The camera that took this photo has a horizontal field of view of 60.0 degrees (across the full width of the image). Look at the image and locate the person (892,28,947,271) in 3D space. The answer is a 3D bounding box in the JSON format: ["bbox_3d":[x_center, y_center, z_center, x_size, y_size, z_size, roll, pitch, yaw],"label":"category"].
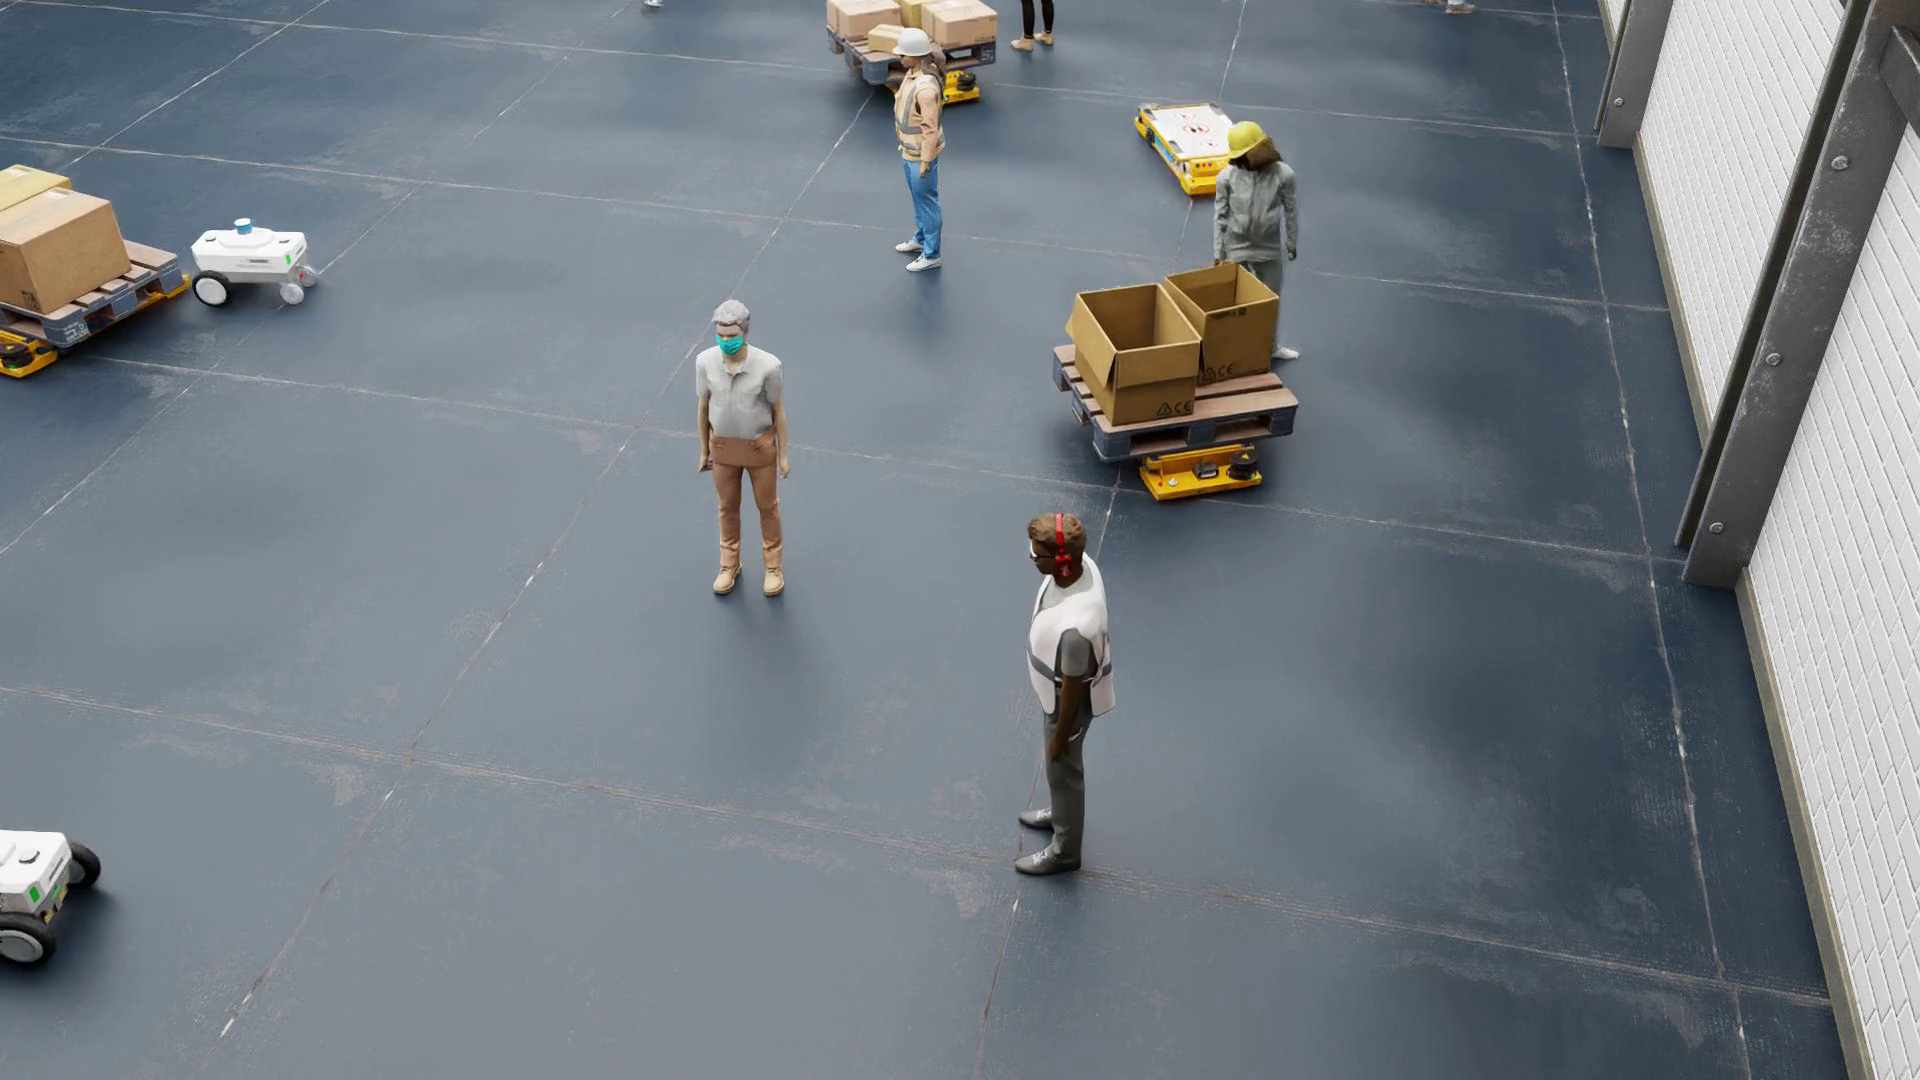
[{"bbox_3d":[-0.270,-2.738,11.664,0.371,1.727,0.499,-8,38,-11],"label":"person"}]

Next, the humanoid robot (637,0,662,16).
[{"bbox_3d":[-3.055,-5.903,15.951,0.830,1.837,0.547,27,45,31],"label":"humanoid robot"}]

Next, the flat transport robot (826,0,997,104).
[{"bbox_3d":[-0.436,-4.222,14.869,0.659,0.231,1.431,-16,40,-21],"label":"flat transport robot"}]

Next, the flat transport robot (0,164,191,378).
[{"bbox_3d":[-6.042,-1.566,11.314,0.659,0.231,1.431,17,40,21],"label":"flat transport robot"}]

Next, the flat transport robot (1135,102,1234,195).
[{"bbox_3d":[1.944,-3.203,13.505,0.659,0.231,1.431,-8,37,-10],"label":"flat transport robot"}]

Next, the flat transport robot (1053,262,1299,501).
[{"bbox_3d":[1.270,-0.742,10.212,0.659,0.231,1.431,-9,38,-12],"label":"flat transport robot"}]

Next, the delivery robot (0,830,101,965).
[{"bbox_3d":[-4.128,1.439,7.041,0.746,0.578,0.499,1,37,1],"label":"delivery robot"}]

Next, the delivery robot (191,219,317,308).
[{"bbox_3d":[-4.953,-1.940,11.589,0.788,0.610,0.499,2,37,2],"label":"delivery robot"}]

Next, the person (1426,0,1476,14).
[{"bbox_3d":[4.846,-5.990,15.891,0.414,1.878,0.611,-5,37,-7],"label":"person"}]

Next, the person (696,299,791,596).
[{"bbox_3d":[-1.116,-0.469,8.610,0.482,1.748,0.327,4,37,5],"label":"person"}]

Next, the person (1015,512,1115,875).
[{"bbox_3d":[0.452,0.654,7.038,0.401,1.834,0.567,0,37,0],"label":"person"}]

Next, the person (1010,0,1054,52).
[{"bbox_3d":[0.686,-5.304,15.131,0.536,1.692,0.319,-23,42,-27],"label":"person"}]

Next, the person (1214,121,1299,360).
[{"bbox_3d":[1.926,-1.834,10.483,0.687,1.696,0.315,-1,37,-1],"label":"person"}]
